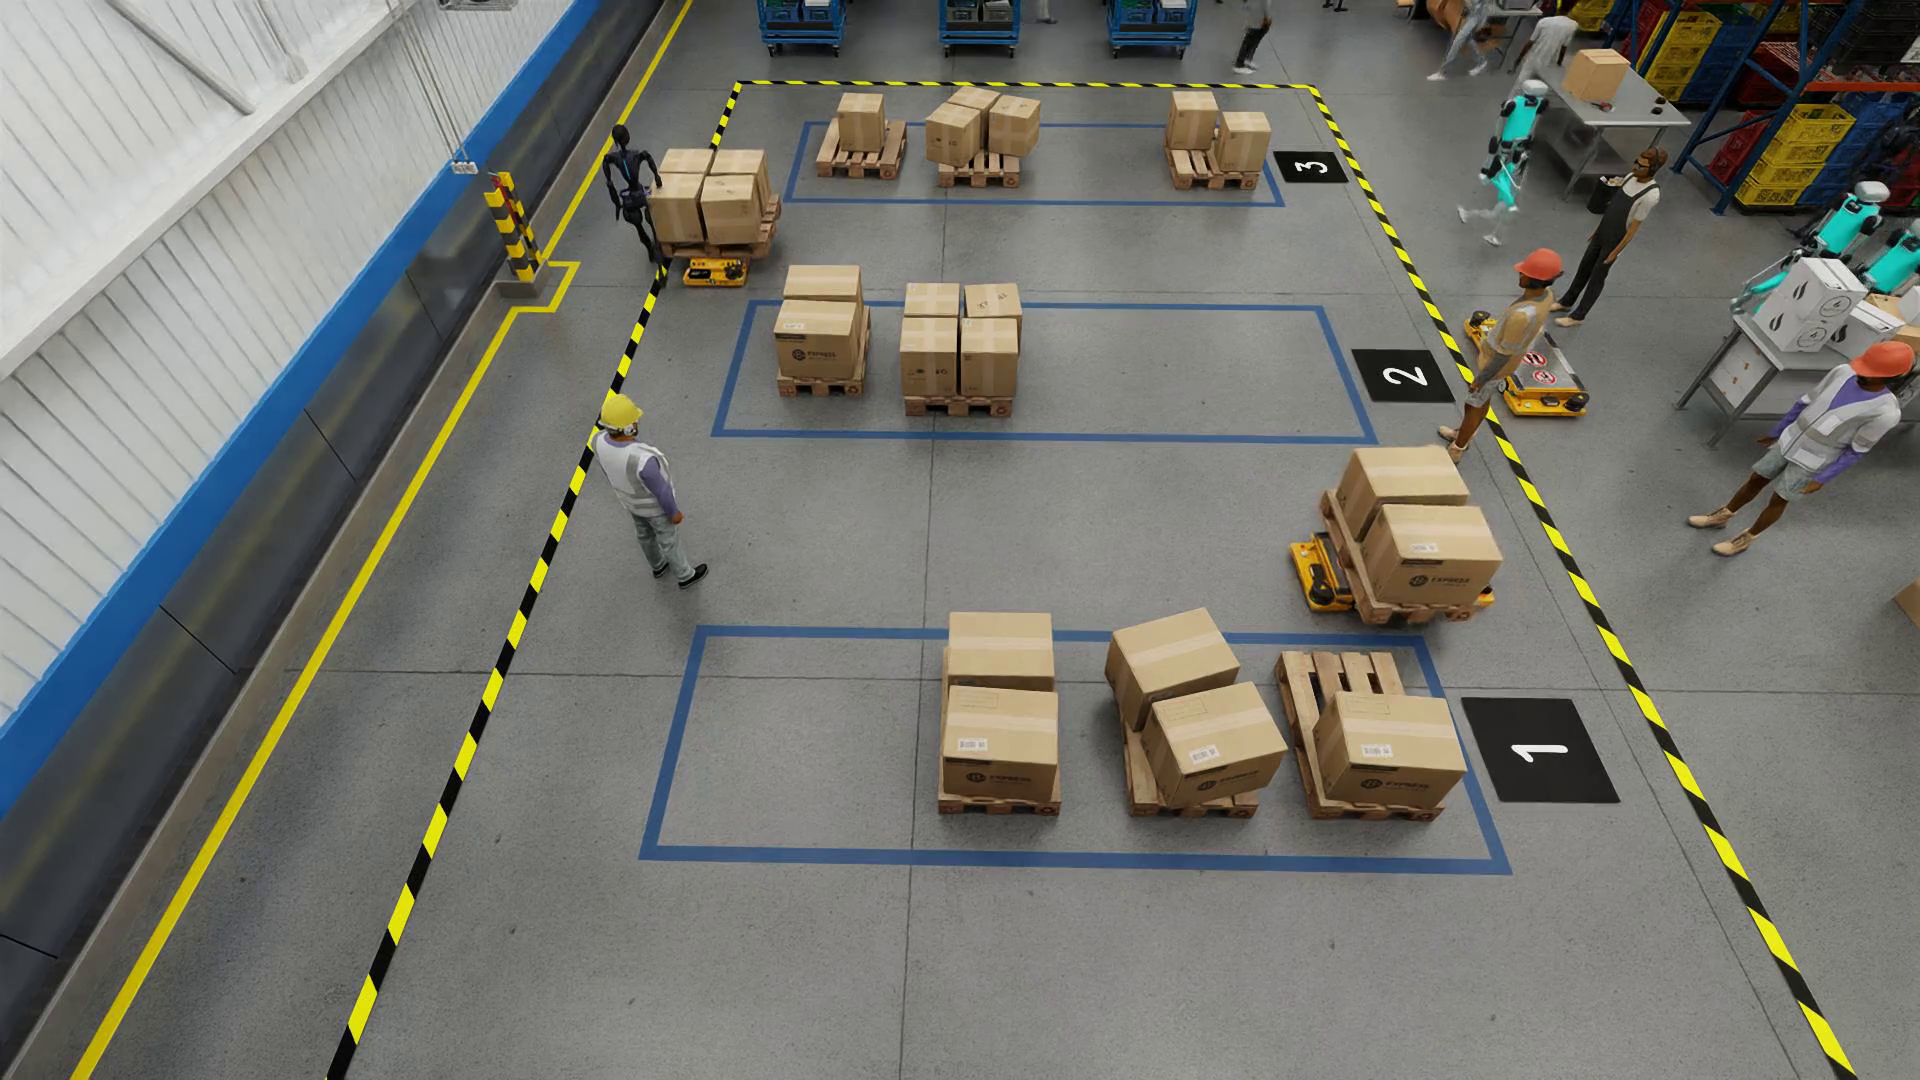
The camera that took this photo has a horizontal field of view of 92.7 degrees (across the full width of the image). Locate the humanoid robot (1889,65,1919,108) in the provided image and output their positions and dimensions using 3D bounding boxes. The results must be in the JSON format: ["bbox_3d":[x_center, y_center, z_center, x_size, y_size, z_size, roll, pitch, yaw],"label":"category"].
[{"bbox_3d":[12.140,-5.598,11.415,0.967,1.766,0.560,-9,50,-7],"label":"humanoid robot"}]

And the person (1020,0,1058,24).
[{"bbox_3d":[1.161,-9.126,14.421,0.844,1.804,0.563,5,49,5],"label":"person"}]

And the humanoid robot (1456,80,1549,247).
[{"bbox_3d":[6.079,-4.034,10.067,0.554,1.728,1.056,-12,50,-10],"label":"humanoid robot"}]

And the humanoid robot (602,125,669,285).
[{"bbox_3d":[-3.394,-3.578,9.727,0.596,1.623,0.794,-7,50,-6],"label":"humanoid robot"}]

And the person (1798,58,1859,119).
[{"bbox_3d":[10.838,-5.670,11.386,0.334,1.865,0.512,2,49,1],"label":"person"}]

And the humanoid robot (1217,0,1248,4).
[{"bbox_3d":[4.689,-9.681,15.023,0.786,1.650,0.596,-18,51,-15],"label":"humanoid robot"}]

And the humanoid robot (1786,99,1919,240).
[{"bbox_3d":[10.021,-3.998,10.091,0.770,1.627,0.615,-1,49,-1],"label":"humanoid robot"}]

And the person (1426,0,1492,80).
[{"bbox_3d":[7.365,-7.458,13.032,0.784,1.711,0.487,6,49,5],"label":"person"}]

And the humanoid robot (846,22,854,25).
[{"bbox_3d":[-2.077,-8.867,14.285,0.656,1.636,0.601,22,53,18],"label":"humanoid robot"}]

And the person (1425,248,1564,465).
[{"bbox_3d":[4.451,-1.497,7.658,0.389,2.039,0.613,35,58,26],"label":"person"}]

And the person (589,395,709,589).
[{"bbox_3d":[-2.302,-0.322,6.781,0.586,1.827,0.404,24,53,19],"label":"person"}]

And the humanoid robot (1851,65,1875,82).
[{"bbox_3d":[13.029,-7.280,12.865,0.574,1.779,0.869,-37,58,-27],"label":"humanoid robot"}]

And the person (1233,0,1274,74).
[{"bbox_3d":[4.342,-7.599,13.074,0.566,1.830,0.605,0,49,0],"label":"person"}]

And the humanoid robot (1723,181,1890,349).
[{"bbox_3d":[7.901,-2.570,8.742,0.678,1.731,0.531,2,49,1],"label":"humanoid robot"}]

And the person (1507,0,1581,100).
[{"bbox_3d":[7.336,-6.004,11.691,0.537,1.841,0.754,3,49,3],"label":"person"}]

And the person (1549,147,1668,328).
[{"bbox_3d":[6.414,-2.976,9.074,0.349,1.840,0.498,0,49,0],"label":"person"}]

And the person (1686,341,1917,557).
[{"bbox_3d":[6.370,-0.663,6.941,0.383,2.034,0.603,-4,49,-4],"label":"person"}]

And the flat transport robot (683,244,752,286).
[{"bbox_3d":[-2.692,-3.388,10.448,0.652,0.197,1.431,1,49,1],"label":"flat transport robot"}]

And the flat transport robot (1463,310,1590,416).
[{"bbox_3d":[5.573,-1.757,9.054,0.659,0.231,1.431,1,49,1],"label":"flat transport robot"}]

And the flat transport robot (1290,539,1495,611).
[{"bbox_3d":[3.444,0.233,7.313,1.431,0.197,0.652,-1,49,-1],"label":"flat transport robot"}]

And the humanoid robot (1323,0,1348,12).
[{"bbox_3d":[6.312,-9.532,14.843,0.315,1.657,0.599,-24,53,-20],"label":"humanoid robot"}]

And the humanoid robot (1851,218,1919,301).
[{"bbox_3d":[7.940,-2.118,8.417,0.899,1.770,0.549,2,49,1],"label":"humanoid robot"}]
